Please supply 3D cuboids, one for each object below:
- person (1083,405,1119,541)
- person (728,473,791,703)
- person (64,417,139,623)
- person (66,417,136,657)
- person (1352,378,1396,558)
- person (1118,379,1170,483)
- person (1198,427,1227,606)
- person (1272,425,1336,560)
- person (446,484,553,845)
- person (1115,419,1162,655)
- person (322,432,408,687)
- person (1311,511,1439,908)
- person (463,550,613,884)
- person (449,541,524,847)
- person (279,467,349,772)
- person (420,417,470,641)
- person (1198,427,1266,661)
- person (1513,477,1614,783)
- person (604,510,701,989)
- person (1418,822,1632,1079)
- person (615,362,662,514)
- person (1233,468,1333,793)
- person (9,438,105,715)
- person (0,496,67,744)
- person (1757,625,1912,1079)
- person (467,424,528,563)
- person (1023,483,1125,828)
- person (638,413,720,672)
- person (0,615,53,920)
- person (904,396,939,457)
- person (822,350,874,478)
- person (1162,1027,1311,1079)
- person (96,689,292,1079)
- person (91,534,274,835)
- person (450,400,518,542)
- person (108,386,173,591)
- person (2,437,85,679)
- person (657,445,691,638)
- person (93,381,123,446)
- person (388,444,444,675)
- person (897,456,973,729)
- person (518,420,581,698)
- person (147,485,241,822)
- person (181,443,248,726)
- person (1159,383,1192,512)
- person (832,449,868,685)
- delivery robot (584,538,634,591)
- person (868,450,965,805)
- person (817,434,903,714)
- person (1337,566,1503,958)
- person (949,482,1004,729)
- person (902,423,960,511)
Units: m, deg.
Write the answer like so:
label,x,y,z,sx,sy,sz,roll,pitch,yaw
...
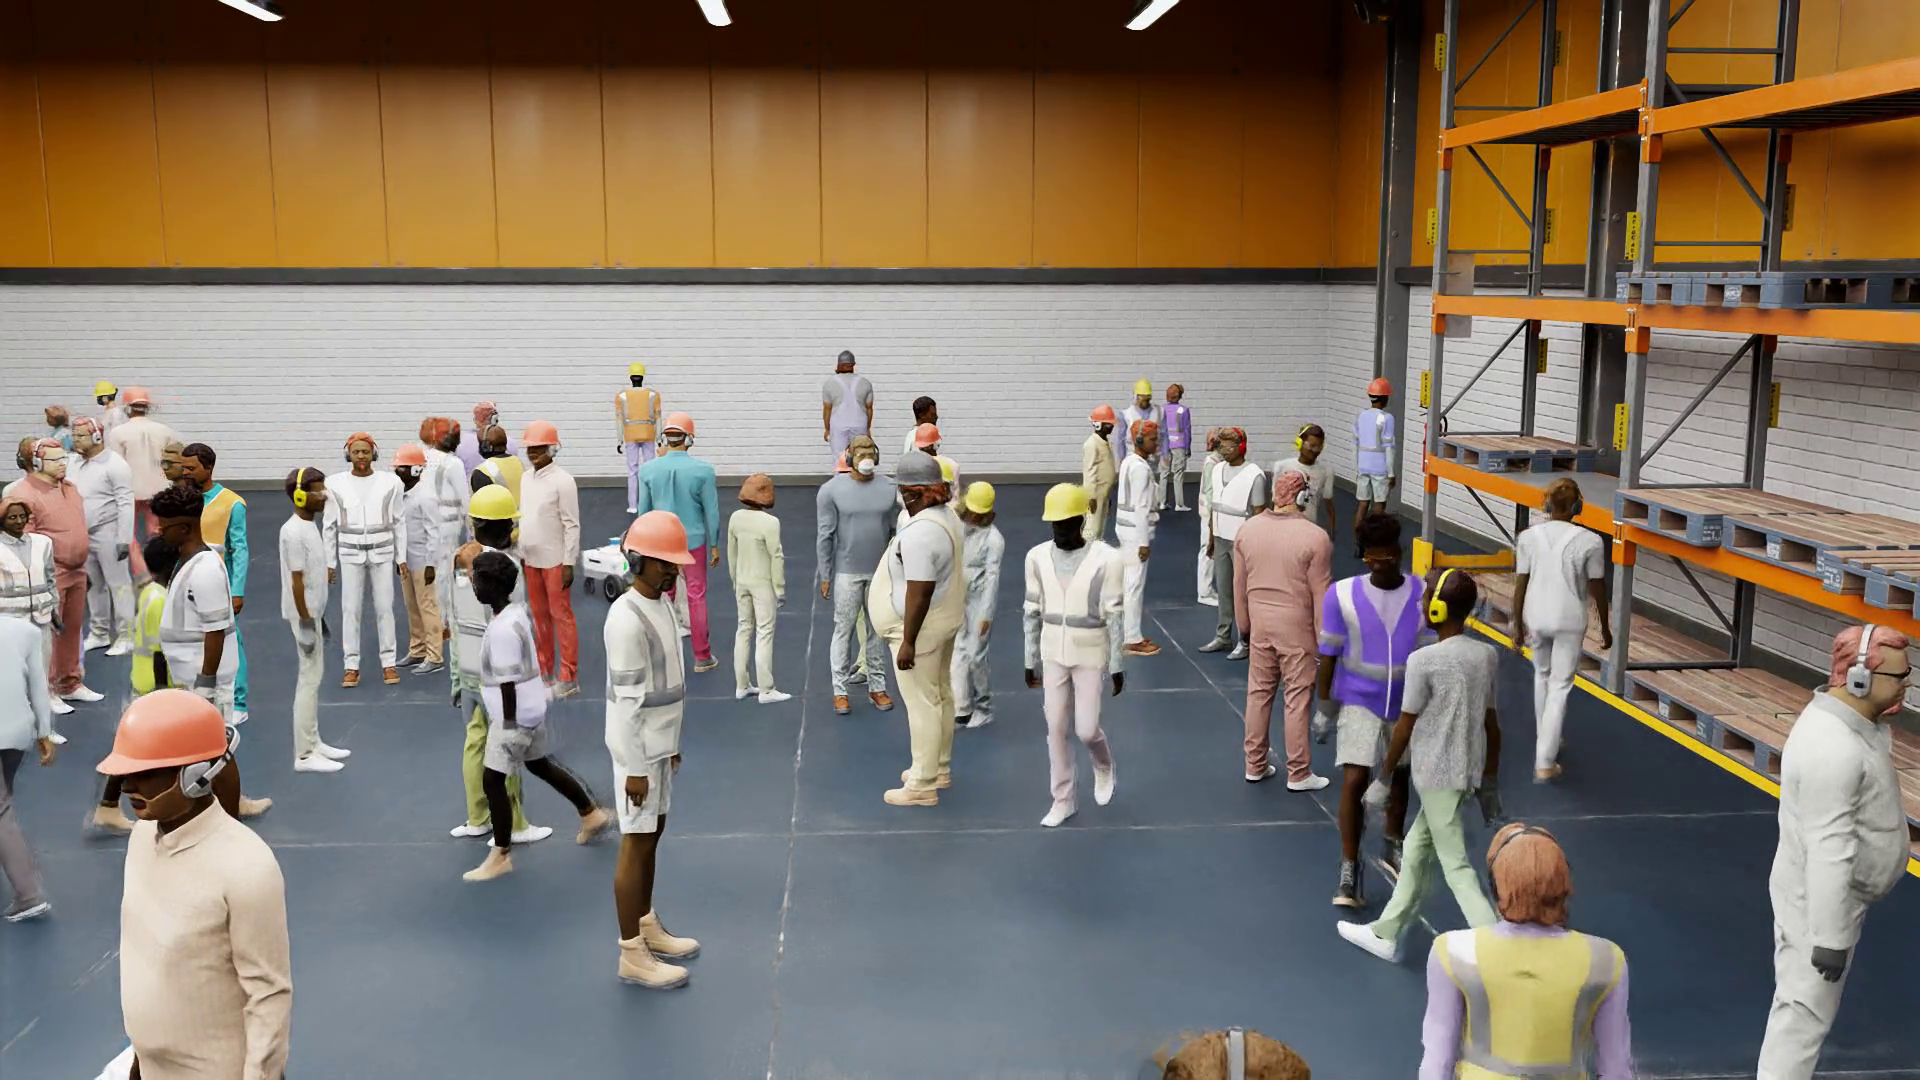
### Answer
label,x,y,z,sx,sy,sz,roll,pitch,yaw
person,1.401,-0.466,16.482,0.341,1.750,0.565,4,10,22
person,-1.433,0.337,11.816,0.506,1.631,0.277,8,12,39
person,-7.263,-0.107,13.919,0.628,1.842,0.997,5,10,30
person,-6.866,-0.026,13.242,0.643,1.908,0.399,4,10,25
person,4.422,-0.749,17.678,0.364,1.939,0.542,-6,11,-34
person,2.192,-1.040,19.954,0.590,1.807,0.861,-2,9,-11
person,2.344,-0.220,15.297,0.312,1.639,0.518,3,10,18
person,2.773,-0.014,13.382,0.526,1.836,0.647,0,9,0
person,-2.467,0.663,8.849,0.588,1.927,0.371,7,11,36
person,1.425,-0.027,13.328,0.354,1.881,0.576,-1,9,-4
person,-4.376,0.141,12.258,0.583,1.882,0.338,-3,10,-19
person,2.032,0.807,8.043,0.642,1.903,0.832,0,9,2
person,-2.151,0.861,8.442,0.749,1.662,0.565,-3,9,-17
person,-2.528,0.811,8.841,0.506,1.631,0.269,7,11,36
person,-3.975,0.480,10.189,0.316,1.869,0.524,-2,9,-14
person,-4.191,-0.092,13.817,0.567,1.860,0.706,9,12,43
person,2.177,0.022,13.147,0.379,1.838,0.570,-6,11,-32
person,3.671,0.523,10.084,0.518,1.818,0.801,8,12,42
person,-1.310,0.880,7.151,0.404,2.035,0.609,1,9,3
person,1.439,1.549,4.227,0.534,1.620,0.626,2,9,11
person,-4.071,-1.290,21.109,0.584,1.928,0.373,-2,9,-14
person,1.928,0.526,9.797,0.653,1.900,0.405,9,13,43
person,-6.266,0.241,11.566,0.407,1.906,0.655,1,9,5
person,-5.968,0.532,10.571,0.307,1.639,0.525,5,10,30
person,2.919,1.209,5.539,0.398,1.899,0.649,6,11,32
person,-3.714,-0.008,13.334,0.429,1.841,0.633,3,9,16
person,0.637,0.650,9.158,0.606,1.853,0.520,5,10,27
person,-2.130,0.022,12.693,0.622,1.982,0.405,1,9,4
person,-4.630,0.929,7.933,0.910,1.703,0.574,5,10,29
person,-0.378,-0.372,15.380,0.372,1.916,0.596,0,9,-3
person,-1.507,-1.514,22.165,0.681,2.000,0.536,-2,9,-12
person,0.396,1.681,2.773,0.403,1.833,0.511,1,9,5
person,-1.963,1.355,4.297,0.608,1.995,0.377,6,11,33
person,-4.303,0.775,9.015,0.900,1.647,0.538,-5,11,-30
person,-4.228,-0.302,14.979,0.641,1.908,0.407,1,9,6
person,-7.774,-0.471,15.814,0.427,1.980,0.626,7,12,39
person,-6.790,0.153,12.350,0.502,1.840,0.349,-8,12,-41
person,-2.360,0.000,13.913,0.314,1.640,0.515,-3,9,-17
person,-10.204,-1.030,20.019,0.339,1.761,0.524,-7,12,-39
person,-4.157,0.140,12.664,0.326,1.754,0.575,-8,12,-43
person,-0.116,0.353,11.104,0.599,1.828,0.403,1,9,8
person,-2.981,0.133,11.963,0.622,1.993,0.384,8,12,40
person,-3.946,0.682,8.634,0.378,1.958,0.600,-5,10,-30
person,-5.023,0.302,11.147,0.591,1.920,0.392,3,9,18
person,2.745,-1.179,21.303,0.514,1.645,0.308,9,13,43
person,-0.774,0.193,12.344,0.342,1.748,0.573,-1,9,-4
delivery robot,-3.219,0.223,15.617,0.707,0.478,0.477,8,12,42
person,-0.259,0.493,9.561,0.537,2.000,0.679,2,9,15
person,-0.677,0.231,11.520,0.636,1.939,0.355,-3,10,-20
person,2.034,1.015,7.009,0.505,1.824,1.016,-7,12,-39
person,0.088,0.435,11.001,0.554,1.688,0.454,9,13,44
person,-0.282,-0.162,14.605,0.561,1.741,0.338,2,9,15
